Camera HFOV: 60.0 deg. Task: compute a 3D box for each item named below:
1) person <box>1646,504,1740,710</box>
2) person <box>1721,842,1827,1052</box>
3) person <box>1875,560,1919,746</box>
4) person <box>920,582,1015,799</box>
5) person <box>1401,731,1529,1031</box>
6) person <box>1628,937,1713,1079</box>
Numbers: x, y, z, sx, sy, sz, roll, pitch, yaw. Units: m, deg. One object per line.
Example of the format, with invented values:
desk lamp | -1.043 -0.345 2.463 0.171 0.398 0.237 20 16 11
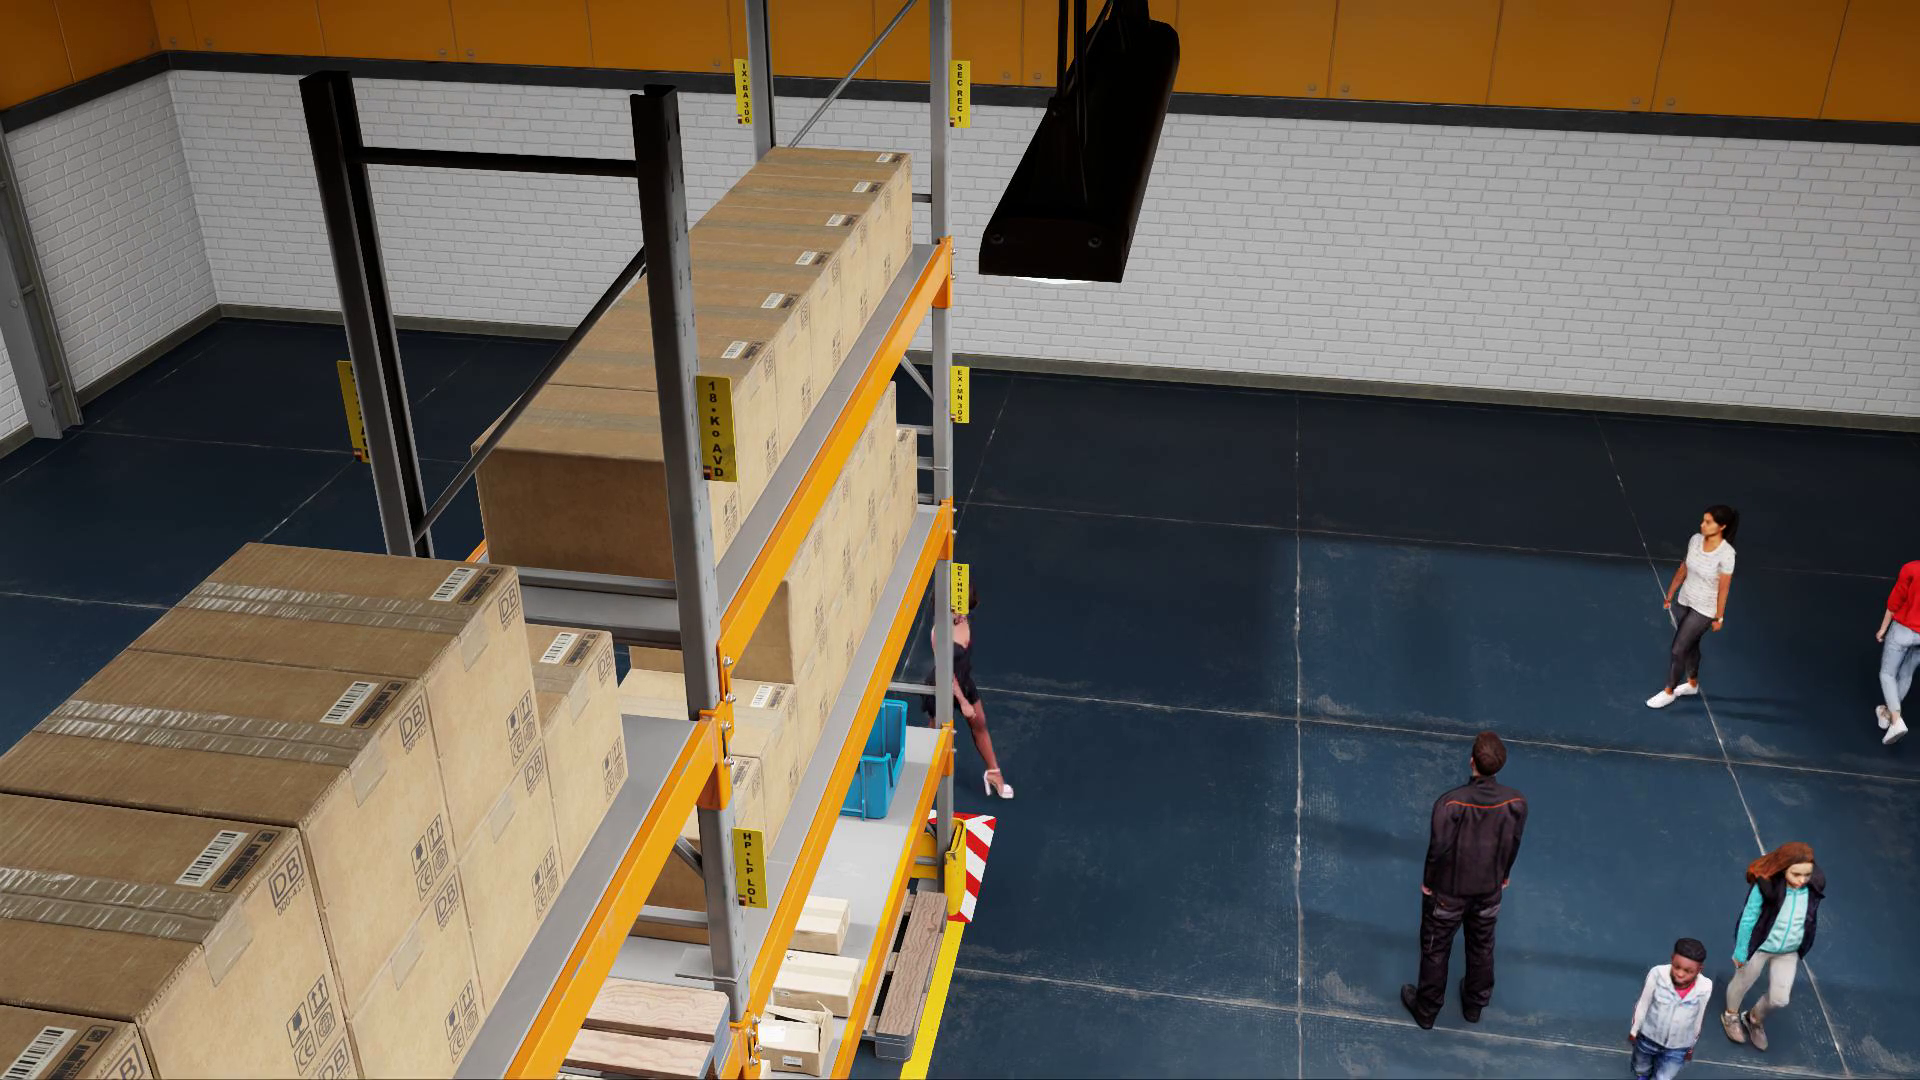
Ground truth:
person | 5.447 0.470 12.110 0.801 1.629 0.792 -7 29 -12
person | 4.434 2.170 9.157 0.630 1.473 0.664 -1 29 -1
person | 6.679 0.704 11.629 0.652 1.679 0.948 8 30 14
person | -0.146 0.987 11.033 0.842 1.753 0.963 13 31 23
person | 2.798 1.890 9.212 0.746 1.911 0.675 -3 29 -5
person | 3.710 2.548 8.699 0.635 1.248 0.829 15 32 26
